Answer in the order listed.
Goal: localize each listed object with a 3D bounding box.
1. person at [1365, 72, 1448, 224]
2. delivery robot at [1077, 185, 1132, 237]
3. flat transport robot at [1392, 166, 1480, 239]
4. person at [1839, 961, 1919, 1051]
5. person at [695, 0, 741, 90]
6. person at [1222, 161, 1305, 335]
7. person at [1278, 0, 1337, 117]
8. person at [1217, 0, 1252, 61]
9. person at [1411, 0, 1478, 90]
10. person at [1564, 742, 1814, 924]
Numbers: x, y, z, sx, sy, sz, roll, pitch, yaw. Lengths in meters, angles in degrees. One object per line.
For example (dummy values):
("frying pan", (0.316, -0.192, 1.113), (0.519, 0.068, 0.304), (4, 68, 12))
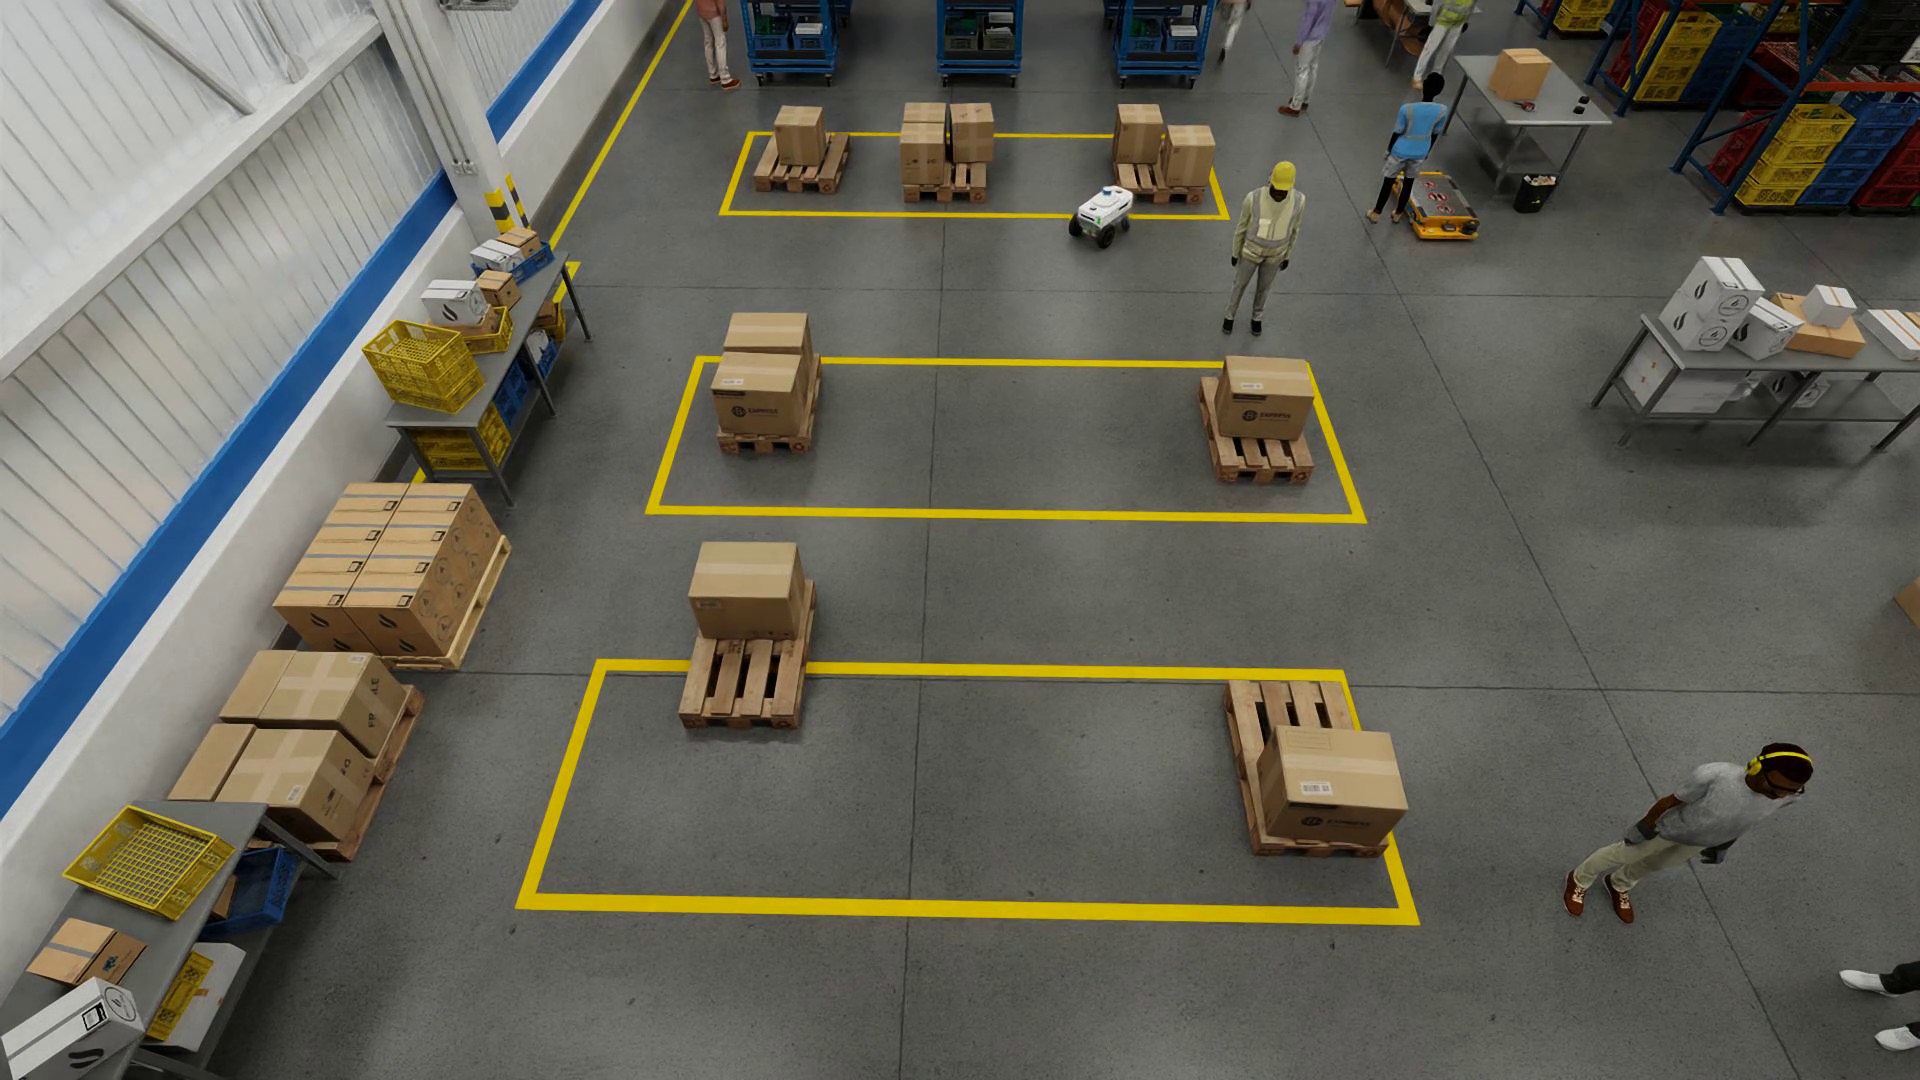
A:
("person", (5.083, -4.403, 10.387), (0.535, 1.700, 0.318), (3, 49, 2))
("delivery robot", (1.675, -3.838, 10.591), (0.477, 0.478, 0.707), (33, 57, 25))
("flat transport robot", (5.692, -4.094, 11.059), (0.652, 0.197, 1.431), (1, 49, 1))
("person", (5.391, 2.141, 4.585), (0.399, 1.913, 0.589), (3, 49, 3))
("person", (-3.446, -7.366, 12.770), (0.608, 1.987, 0.402), (31, 56, 24))
("person", (2.948, -2.816, 8.934), (0.593, 1.823, 0.403), (3, 49, 2))
("person", (4.704, -6.723, 12.247), (0.375, 1.933, 0.631), (34, 57, 26))
("person", (4.040, -7.973, 13.530), (0.525, 1.615, 0.656), (19, 52, 16))
("person", (6.818, -7.230, 12.763), (0.631, 1.824, 0.435), (-10, 50, -8))
("person", (3.996, 1.633, 5.052), (0.520, 1.871, 0.326), (7, 50, 6))
